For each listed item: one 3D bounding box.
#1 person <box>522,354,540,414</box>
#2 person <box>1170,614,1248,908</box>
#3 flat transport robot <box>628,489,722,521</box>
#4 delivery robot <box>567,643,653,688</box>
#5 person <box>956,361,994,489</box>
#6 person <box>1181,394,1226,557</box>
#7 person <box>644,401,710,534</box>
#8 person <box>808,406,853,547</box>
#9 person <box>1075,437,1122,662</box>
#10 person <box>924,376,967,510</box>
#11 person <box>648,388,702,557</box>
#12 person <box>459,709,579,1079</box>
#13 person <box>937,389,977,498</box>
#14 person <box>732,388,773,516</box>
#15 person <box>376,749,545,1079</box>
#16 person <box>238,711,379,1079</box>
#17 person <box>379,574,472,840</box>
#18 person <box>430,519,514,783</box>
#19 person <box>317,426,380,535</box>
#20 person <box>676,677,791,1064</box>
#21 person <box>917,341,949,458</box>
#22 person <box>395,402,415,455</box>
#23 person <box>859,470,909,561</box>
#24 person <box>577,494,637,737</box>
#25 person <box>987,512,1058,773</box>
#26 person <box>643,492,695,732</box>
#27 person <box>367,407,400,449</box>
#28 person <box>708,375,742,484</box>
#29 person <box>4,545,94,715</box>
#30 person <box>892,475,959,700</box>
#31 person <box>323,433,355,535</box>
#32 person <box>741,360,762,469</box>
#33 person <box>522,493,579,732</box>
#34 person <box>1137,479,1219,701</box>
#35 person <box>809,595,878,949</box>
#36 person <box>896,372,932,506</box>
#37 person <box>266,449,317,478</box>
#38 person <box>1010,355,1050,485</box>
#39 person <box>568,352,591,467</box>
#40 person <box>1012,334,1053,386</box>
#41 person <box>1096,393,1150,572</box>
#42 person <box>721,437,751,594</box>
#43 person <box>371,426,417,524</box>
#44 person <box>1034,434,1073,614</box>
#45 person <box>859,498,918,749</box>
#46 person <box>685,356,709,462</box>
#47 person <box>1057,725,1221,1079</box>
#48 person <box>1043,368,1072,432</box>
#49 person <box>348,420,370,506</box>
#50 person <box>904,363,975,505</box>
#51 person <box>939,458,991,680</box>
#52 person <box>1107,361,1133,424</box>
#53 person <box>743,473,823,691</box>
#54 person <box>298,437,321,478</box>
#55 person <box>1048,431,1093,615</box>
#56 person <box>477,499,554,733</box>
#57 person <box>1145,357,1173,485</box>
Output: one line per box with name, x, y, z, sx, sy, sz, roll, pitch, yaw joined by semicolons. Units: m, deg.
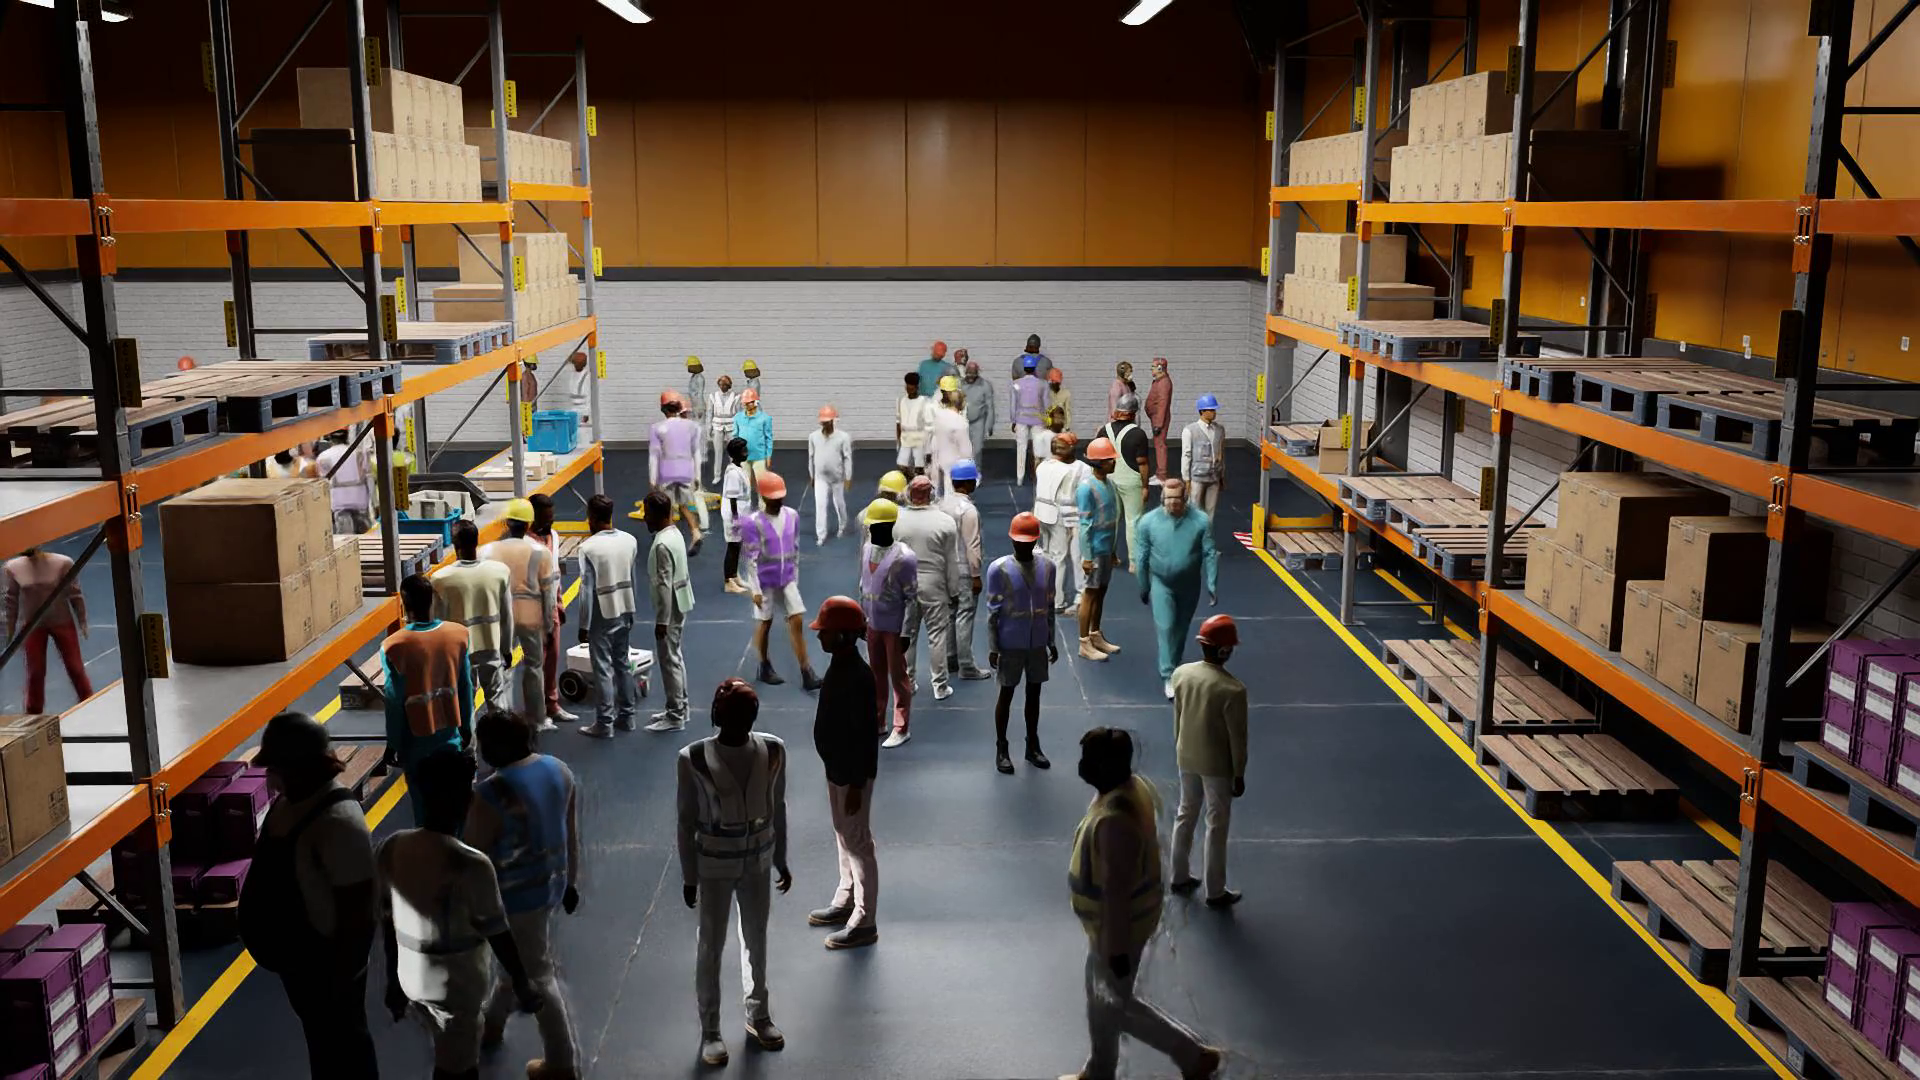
person;-7.057;-2.196;27.372;0.343;1.757;0.532;0;11;1
person;1.496;1.295;9.894;0.350;1.743;0.562;-9;14;-38
flat transport robot;-3.750;-0.474;22.465;0.652;0.197;1.431;7;13;31
delivery robot;-2.941;1.028;13.979;0.707;0.478;0.477;5;12;24
person;0.141;-1.701;24.551;0.681;1.875;0.607;5;12;22
person;2.872;-0.748;19.605;0.614;1.950;0.375;-6;13;-28
person;-3.579;-0.927;21.124;0.926;1.693;0.586;8;14;34
person;-1.590;-0.824;20.577;0.571;1.719;0.866;2;11;10
person;1.279;0.079;15.218;0.361;2.047;0.614;6;13;27
person;-0.177;-1.229;22.117;0.585;1.918;0.409;-4;12;-17
person;-3.317;-0.746;19.405;0.627;2.026;0.604;-7;13;-30
person;-2.180;1.670;7.906;0.922;1.789;0.612;5;12;22
person;-0.022;-0.900;20.466;0.633;1.918;0.632;-3;12;-17
person;-2.763;-1.138;22.058;0.572;1.750;0.330;3;12;15
person;-2.016;1.786;6.941;0.616;1.936;0.795;8;14;37
person;-2.781;1.702;7.098;0.536;2.000;0.688;-9;15;-39
person;-3.228;1.156;10.148;0.371;1.915;0.595;9;15;39
person;-3.487;0.798;11.942;0.593;1.918;0.391;-8;14;-35
person;-6.637;-0.401;18.045;0.563;1.878;0.963;-6;13;-26
person;-1.087;1.588;8.075;0.581;1.883;0.370;-7;13;-30
person;-0.408;-2.301;27.382;0.658;1.952;0.520;2;12;12
person;-7.397;-1.215;22.155;0.328;1.872;0.514;-6;13;-26
person;-0.619;0.288;14.780;0.590;1.814;0.446;5;12;22
person;-2.745;0.591;13.020;0.410;1.908;0.598;7;13;30
person;0.470;0.741;12.179;0.553;1.933;0.358;-4;12;-21
person;-2.309;0.558;13.180;0.409;1.906;0.605;-1;11;-4
person;-8.191;-1.439;23.801;0.830;1.664;0.540;6;13;30
person;-3.520;-1.657;24.950;0.514;1.639;0.310;0;11;1
person;-7.158;0.673;13.031;0.597;1.737;0.374;-3;12;-15
person;-0.312;0.402;13.983;0.648;1.902;0.400;3;12;16
person;-7.140;-0.551;19.112;0.339;1.761;0.524;-3;12;-14
person;-3.299;-1.997;26.422;0.321;1.737;0.483;-1;11;-6
person;-3.325;0.566;13.140;0.412;1.906;0.602;3;12;15
person;1.844;0.387;14.195;0.648;1.849;1.034;-1;11;-3
person;-0.645;1.282;9.315;0.378;1.996;0.610;-4;12;-18
person;-0.621;-1.313;22.469;0.632;1.936;0.439;7;13;30
person;-6.842;-0.210;17.036;0.620;1.900;0.485;0;11;1
person;1.043;-1.774;24.757;0.605;1.950;0.381;1;11;5
person;-6.093;-2.084;26.592;0.342;1.855;0.753;-10;15;-42
person;1.224;-2.423;27.780;0.688;2.000;0.538;2;11;9
person;1.904;-0.661;18.947;0.682;2.000;0.537;9;14;38
person;-2.401;-0.267;17.859;0.322;1.689;0.533;0;11;-1
person;-6.382;-0.452;18.795;0.548;1.677;0.432;-3;12;-15
person;0.967;-0.168;17.001;0.384;1.835;0.562;-6;13;-29
person;-0.576;0.630;12.756;0.371;1.929;0.585;-11;16;-44
person;-4.301;-2.137;27.119;0.322;1.736;0.486;-5;12;-24
person;0.809;1.725;7.555;0.674;1.826;0.639;1;11;7
person;1.411;-1.754;25.187;0.576;1.734;0.495;-3;12;-15
person;-8.305;-1.273;22.797;0.321;1.738;0.487;-1;11;-7
person;-0.289;-1.463;22.970;0.898;2.000;0.694;2;12;12
person;0.023;0.254;14.589;0.380;1.950;0.605;-5;13;-26
person;2.311;-1.625;24.073;0.370;1.932;0.624;3;12;17
person;-1.504;0.376;14.122;0.560;1.890;0.934;-8;14;-35
person;-9.150;-1.428;23.149;0.639;1.903;0.409;7;13;32
person;1.106;-0.173;16.916;0.580;1.876;0.352;10;15;41
person;-3.436;0.641;12.878;0.596;1.879;0.691;-1;11;-4
person;2.964;-1.776;24.878;0.408;1.909;0.642;1;11;7
